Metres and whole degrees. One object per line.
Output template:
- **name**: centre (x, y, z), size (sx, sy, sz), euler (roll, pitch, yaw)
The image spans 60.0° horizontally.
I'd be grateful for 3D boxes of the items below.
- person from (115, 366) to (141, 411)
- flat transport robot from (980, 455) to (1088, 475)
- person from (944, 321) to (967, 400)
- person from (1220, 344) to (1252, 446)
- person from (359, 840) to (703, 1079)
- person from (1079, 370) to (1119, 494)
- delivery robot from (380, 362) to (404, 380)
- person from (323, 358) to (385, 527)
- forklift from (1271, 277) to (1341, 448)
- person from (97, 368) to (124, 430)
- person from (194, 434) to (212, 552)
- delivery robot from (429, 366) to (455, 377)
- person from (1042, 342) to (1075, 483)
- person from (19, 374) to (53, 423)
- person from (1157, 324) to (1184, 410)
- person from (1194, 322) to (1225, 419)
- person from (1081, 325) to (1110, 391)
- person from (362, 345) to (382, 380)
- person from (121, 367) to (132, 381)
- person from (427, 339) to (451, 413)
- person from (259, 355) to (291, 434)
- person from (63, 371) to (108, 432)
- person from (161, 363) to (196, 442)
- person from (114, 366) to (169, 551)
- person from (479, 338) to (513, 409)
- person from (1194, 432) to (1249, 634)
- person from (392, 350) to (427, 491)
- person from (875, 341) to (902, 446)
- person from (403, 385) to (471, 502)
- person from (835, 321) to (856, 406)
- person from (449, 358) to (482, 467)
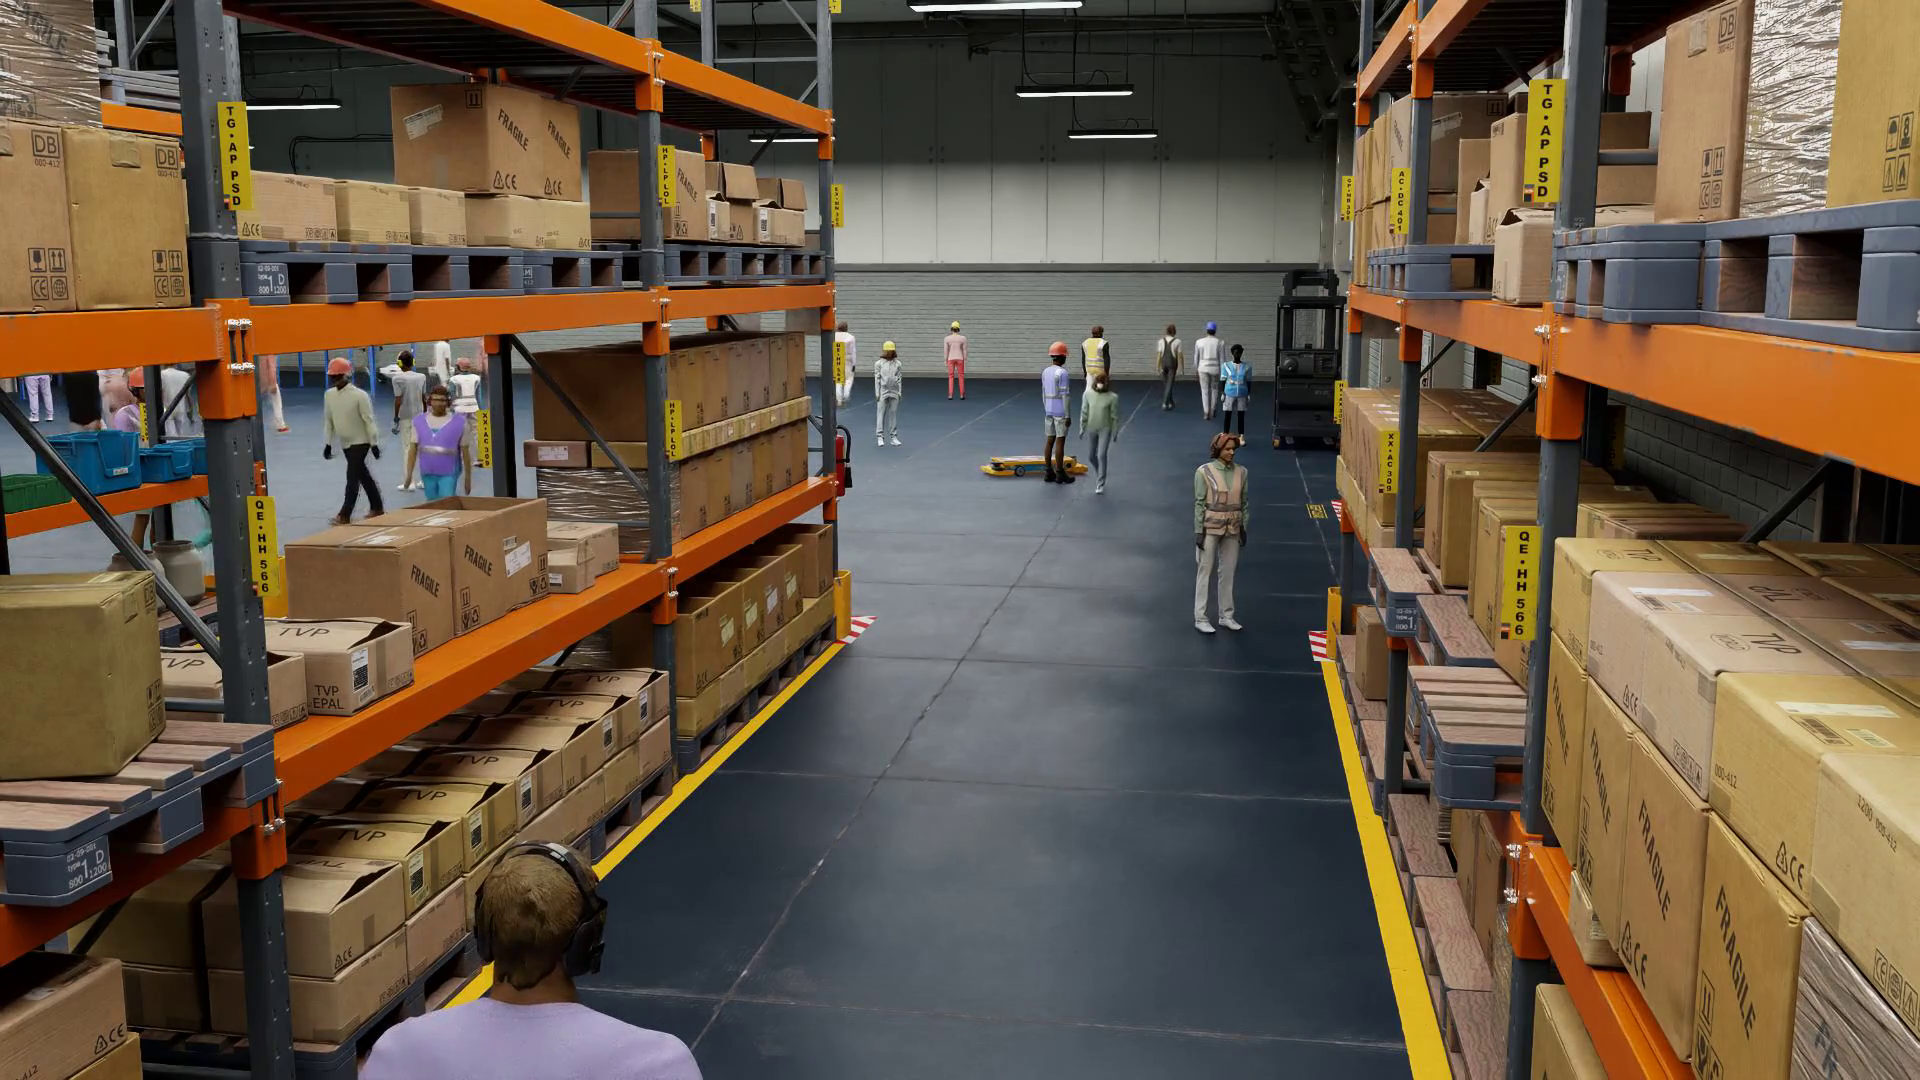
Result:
- **person**: centre (-10.195, -1.372, 20.848), size (0.968, 1.855, 0.696), euler (6, 11, 31)
- **flat transport robot**: centre (1.072, -1.092, 24.124), size (1.431, 0.197, 0.652), euler (-3, 10, -17)
- **person**: centre (-0.105, -4.080, 37.822), size (0.525, 1.769, 0.327), euler (0, 9, -1)
- **person**: centre (4.616, -2.424, 27.825), size (0.537, 1.696, 0.317), euler (0, 9, 0)
- **person**: centre (-0.736, 1.481, 2.995), size (0.635, 1.937, 0.353), euler (1, 9, 6)
- **person**: centre (1.864, -1.451, 22.079), size (0.511, 1.612, 0.634), euler (4, 10, 22)
- **delivery robot**: centre (-14.715, -4.375, 43.215), size (0.707, 0.478, 0.477), euler (4, 10, 24)
- **person**: centre (-7.005, -1.129, 19.147), size (0.620, 1.935, 1.005), euler (5, 10, 28)
- **forklift**: centre (5.847, -3.016, 27.970), size (1.129, 2.768, 1.873), euler (1, 9, 9)
- **person**: centre (-13.028, -2.152, 25.487), size (0.410, 1.913, 0.643), euler (-7, 11, -36)
- **person**: centre (-6.874, -0.414, 15.245), size (0.614, 1.751, 0.527), euler (-9, 13, -43)
- **delivery robot**: centre (-13.581, -4.432, 43.565), size (0.707, 0.478, 0.477), euler (6, 11, 32)
- **person**: centre (1.359, -1.769, 23.029), size (0.347, 1.943, 0.544), euler (-6, 11, -33)
- **person**: centre (-17.863, -3.227, 32.126), size (0.406, 1.911, 0.639), euler (6, 11, 34)
- **person**: centre (4.443, -3.653, 35.124), size (0.534, 1.798, 0.979), euler (5, 10, 28)
- **person**: centre (4.962, -3.376, 33.078), size (0.605, 1.892, 0.970), euler (1, 9, 7)
- **person**: centre (2.708, -3.324, 32.928), size (0.624, 1.844, 0.430), euler (7, 12, 38)
- **person**: centre (-15.911, -5.296, 44.857), size (0.576, 1.914, 0.595), euler (7, 11, 36)
- **person**: centre (-12.404, -1.984, 24.943), size (0.400, 1.745, 0.605), euler (-9, 13, -43)
- **person**: centre (-10.135, -3.239, 32.439), size (0.735, 1.841, 0.533), euler (-6, 11, -35)
- **person**: centre (-12.411, -2.834, 29.569), size (0.625, 1.958, 0.995), euler (3, 10, 20)
- **person**: centre (-11.441, -1.602, 21.850), size (0.629, 1.980, 0.491), euler (4, 10, 22)
- **person**: centre (-11.184, -1.792, 23.581), size (0.528, 1.813, 1.016), euler (-9, 13, -43)
- **person**: centre (-7.512, -0.592, 15.457), size (0.379, 2.041, 0.616), euler (2, 9, 14)
- **person**: centre (-9.304, -3.455, 33.615), size (0.677, 1.870, 0.908), euler (4, 10, 21)
- **person**: centre (2.108, -0.061, 13.462), size (0.508, 1.629, 0.316), euler (-4, 10, -24)
- **person**: centre (-7.359, -1.601, 22.237), size (0.328, 1.865, 0.517), euler (8, 12, 39)
- **person**: centre (-1.195, -2.461, 27.904), size (0.487, 1.746, 0.288), euler (-4, 10, -25)
- **person**: centre (-5.146, -0.617, 16.430), size (0.614, 1.818, 0.822), euler (1, 9, 5)
- **person**: centre (-2.552, -3.825, 36.059), size (0.640, 1.827, 0.431), euler (2, 9, 11)
- **person**: centre (-7.367, -1.902, 24.812), size (0.527, 1.635, 0.311), euler (-8, 12, -40)
